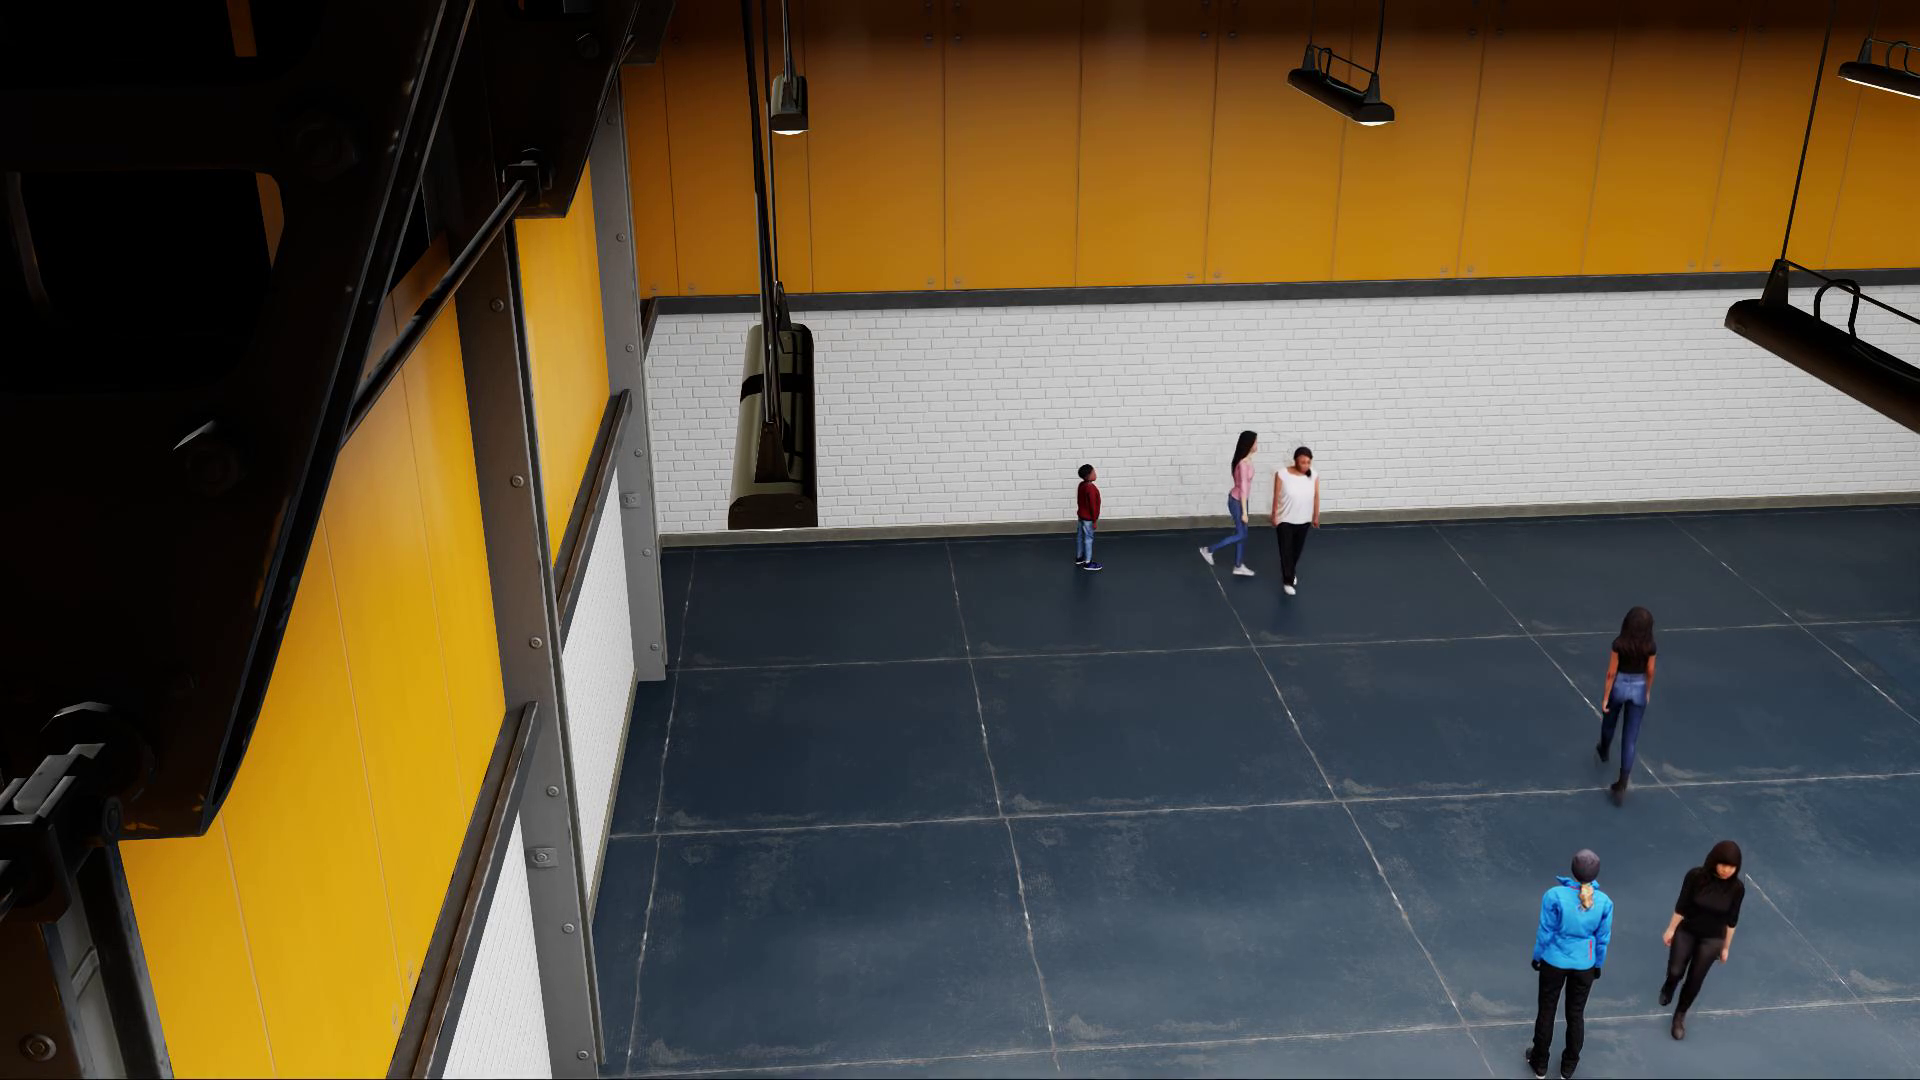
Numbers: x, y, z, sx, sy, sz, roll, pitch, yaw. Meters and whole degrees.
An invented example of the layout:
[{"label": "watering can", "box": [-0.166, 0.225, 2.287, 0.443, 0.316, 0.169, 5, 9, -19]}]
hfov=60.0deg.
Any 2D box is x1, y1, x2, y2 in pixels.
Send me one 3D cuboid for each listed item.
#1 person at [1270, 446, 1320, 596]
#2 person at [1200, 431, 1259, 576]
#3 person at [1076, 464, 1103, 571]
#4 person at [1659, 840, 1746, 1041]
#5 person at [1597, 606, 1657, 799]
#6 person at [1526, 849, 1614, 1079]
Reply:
[{"label": "person", "box": [3.730, -0.272, 18.588, 0.712, 1.669, 0.933, -4, 24, -9]}, {"label": "person", "box": [3.103, -0.411, 18.827, 0.836, 1.734, 0.885, 9, 25, 19]}, {"label": "person", "box": [1.458, -0.282, 19.128, 0.624, 1.256, 0.515, -10, 25, -22]}, {"label": "person", "box": [5.223, 2.744, 11.740, 0.753, 1.628, 0.827, 11, 26, 24]}, {"label": "person", "box": [5.878, 1.452, 14.622, 0.825, 1.688, 1.238, 5, 24, 11]}, {"label": "person", "box": [4.108, 2.868, 11.246, 0.672, 1.797, 0.614, 5, 24, 11]}]
